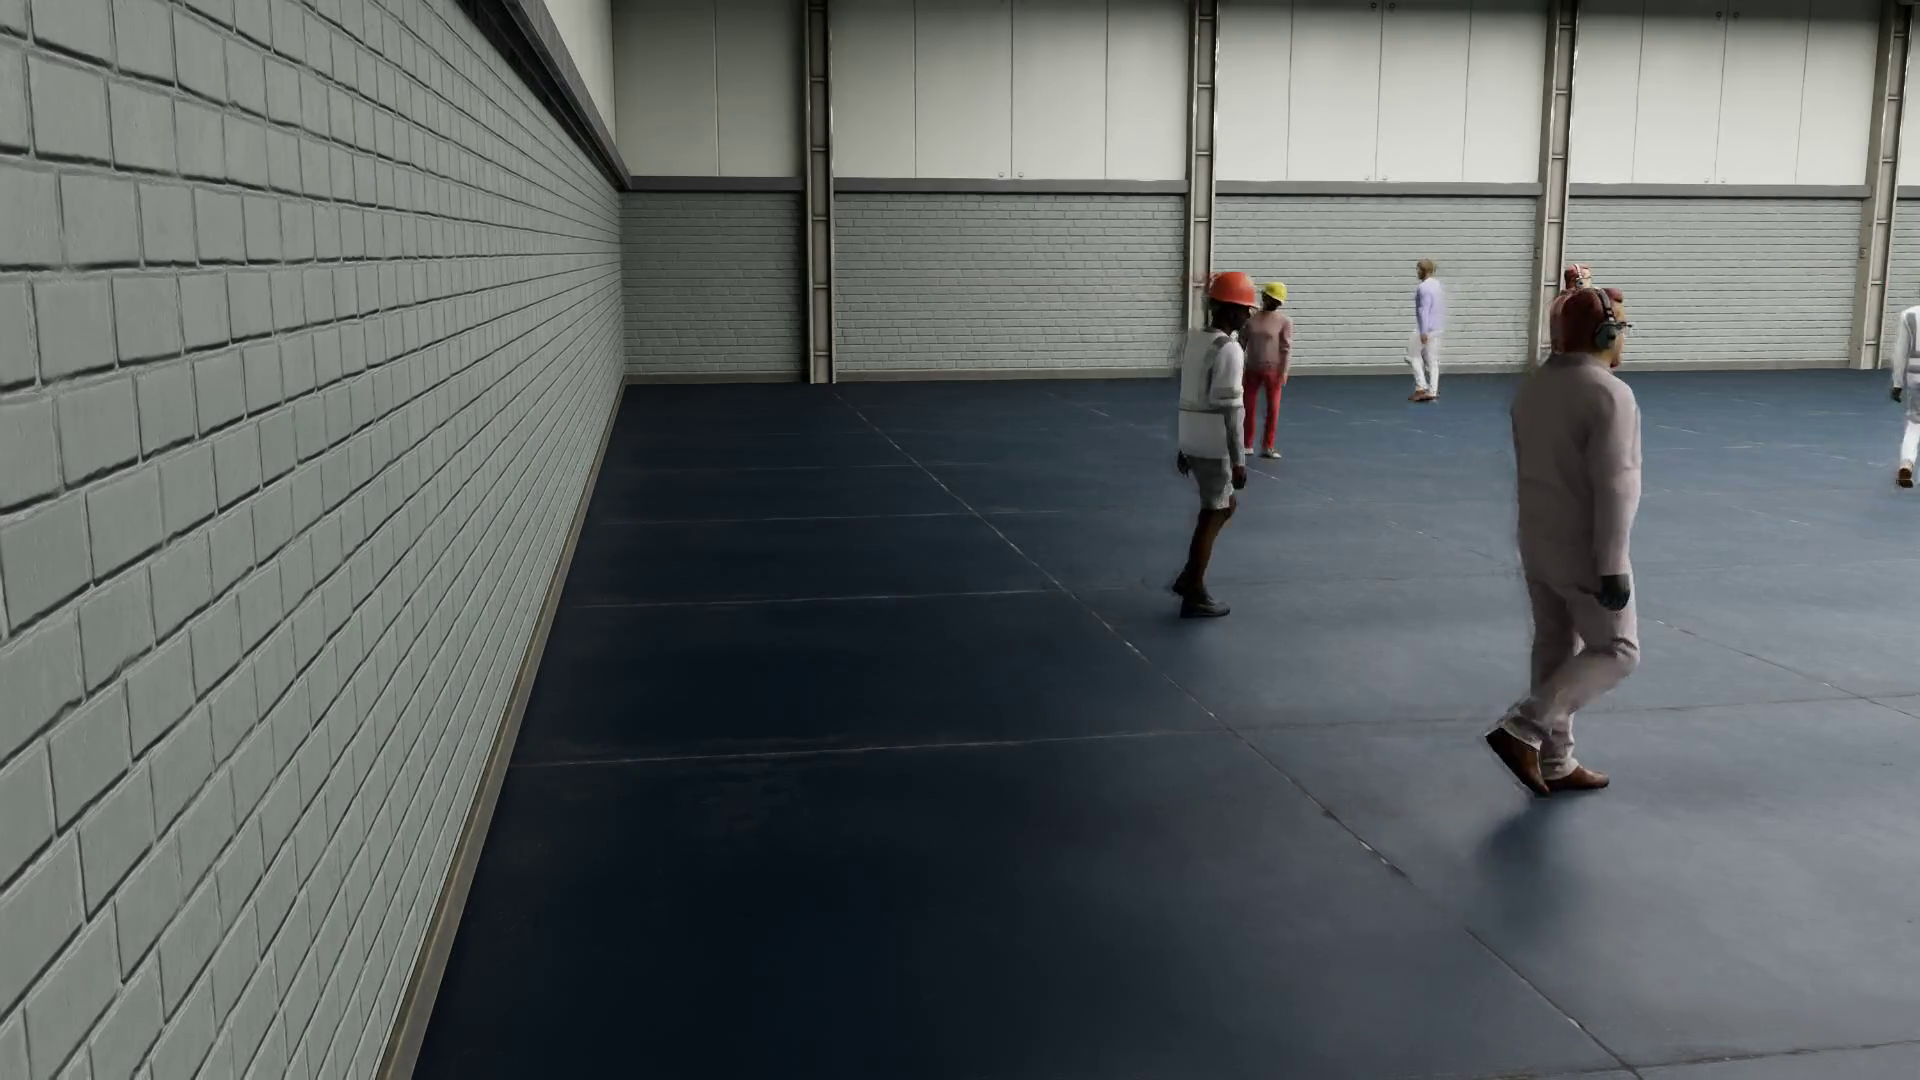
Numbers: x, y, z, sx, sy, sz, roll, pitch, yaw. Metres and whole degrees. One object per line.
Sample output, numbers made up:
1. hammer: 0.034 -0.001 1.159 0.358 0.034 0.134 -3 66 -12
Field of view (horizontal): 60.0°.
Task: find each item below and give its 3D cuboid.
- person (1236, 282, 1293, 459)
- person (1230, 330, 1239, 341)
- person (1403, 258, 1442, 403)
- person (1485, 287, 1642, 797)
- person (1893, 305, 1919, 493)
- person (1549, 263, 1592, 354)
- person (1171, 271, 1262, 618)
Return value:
1. person: 2.912 -1.655 16.274 0.675 1.726 0.301 5 11 27
2. person: 3.266 -2.336 20.150 0.297 1.744 0.487 4 11 23
3. person: 6.181 -2.782 22.193 0.519 1.920 0.660 6 12 32
4. person: 2.214 0.032 6.068 0.489 1.893 0.665 -2 10 -11
5. person: 8.103 -1.306 13.850 0.452 1.868 0.596 -9 13 -42
6. person: 5.638 -1.575 15.284 0.408 1.913 0.641 0 10 -1
7. person: 1.406 -0.506 9.117 0.454 1.912 0.562 -3 10 -16
